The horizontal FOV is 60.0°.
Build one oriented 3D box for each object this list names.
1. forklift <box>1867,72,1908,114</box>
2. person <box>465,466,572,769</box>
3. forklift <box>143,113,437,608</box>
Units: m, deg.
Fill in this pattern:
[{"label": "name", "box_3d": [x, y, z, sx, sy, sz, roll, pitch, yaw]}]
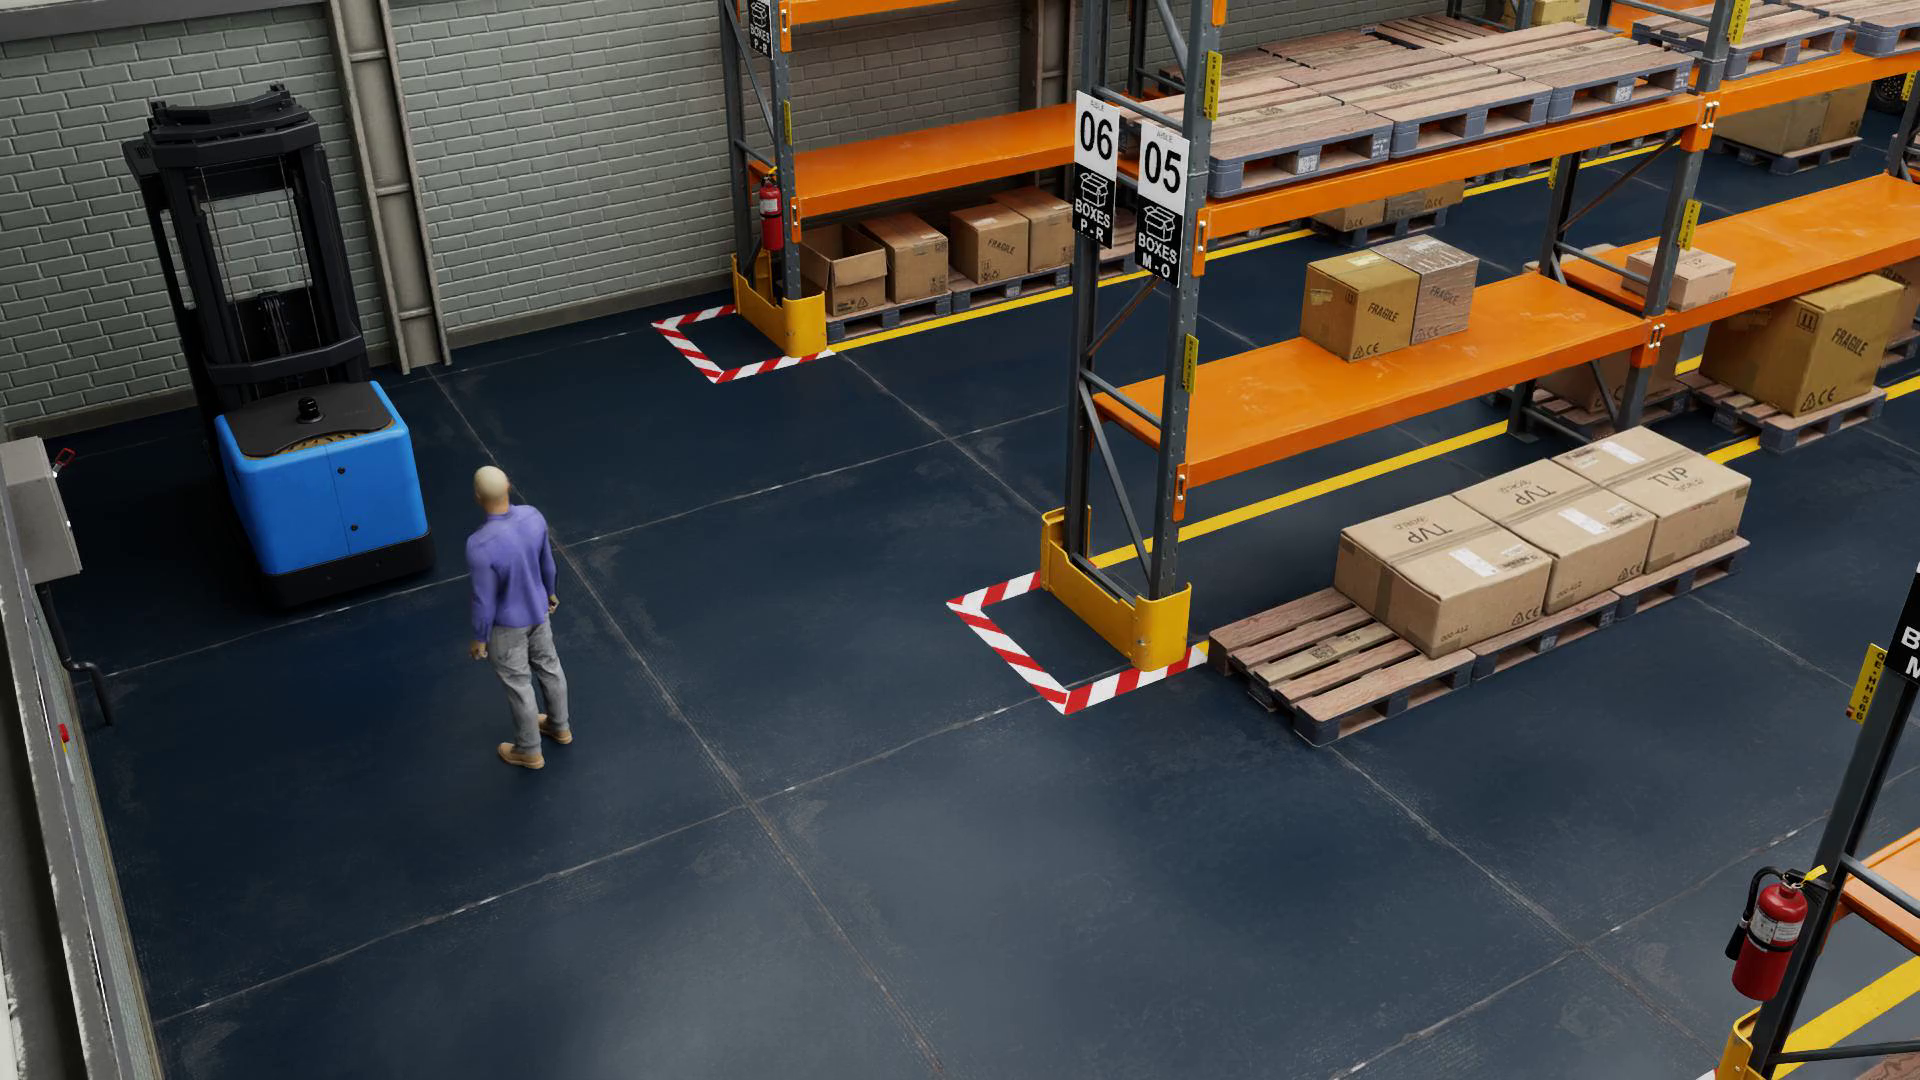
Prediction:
[{"label": "forklift", "box_3d": [11.468, -5.645, 18.244, 1.214, 2.155, 2.313, -17, 36, -26]}, {"label": "person", "box_3d": [-2.337, 0.417, 8.815, 0.379, 1.795, 0.607, 17, 36, 26]}, {"label": "forklift", "box_3d": [-4.289, -1.259, 10.509, 1.129, 2.768, 1.873, -17, 36, -26]}]
